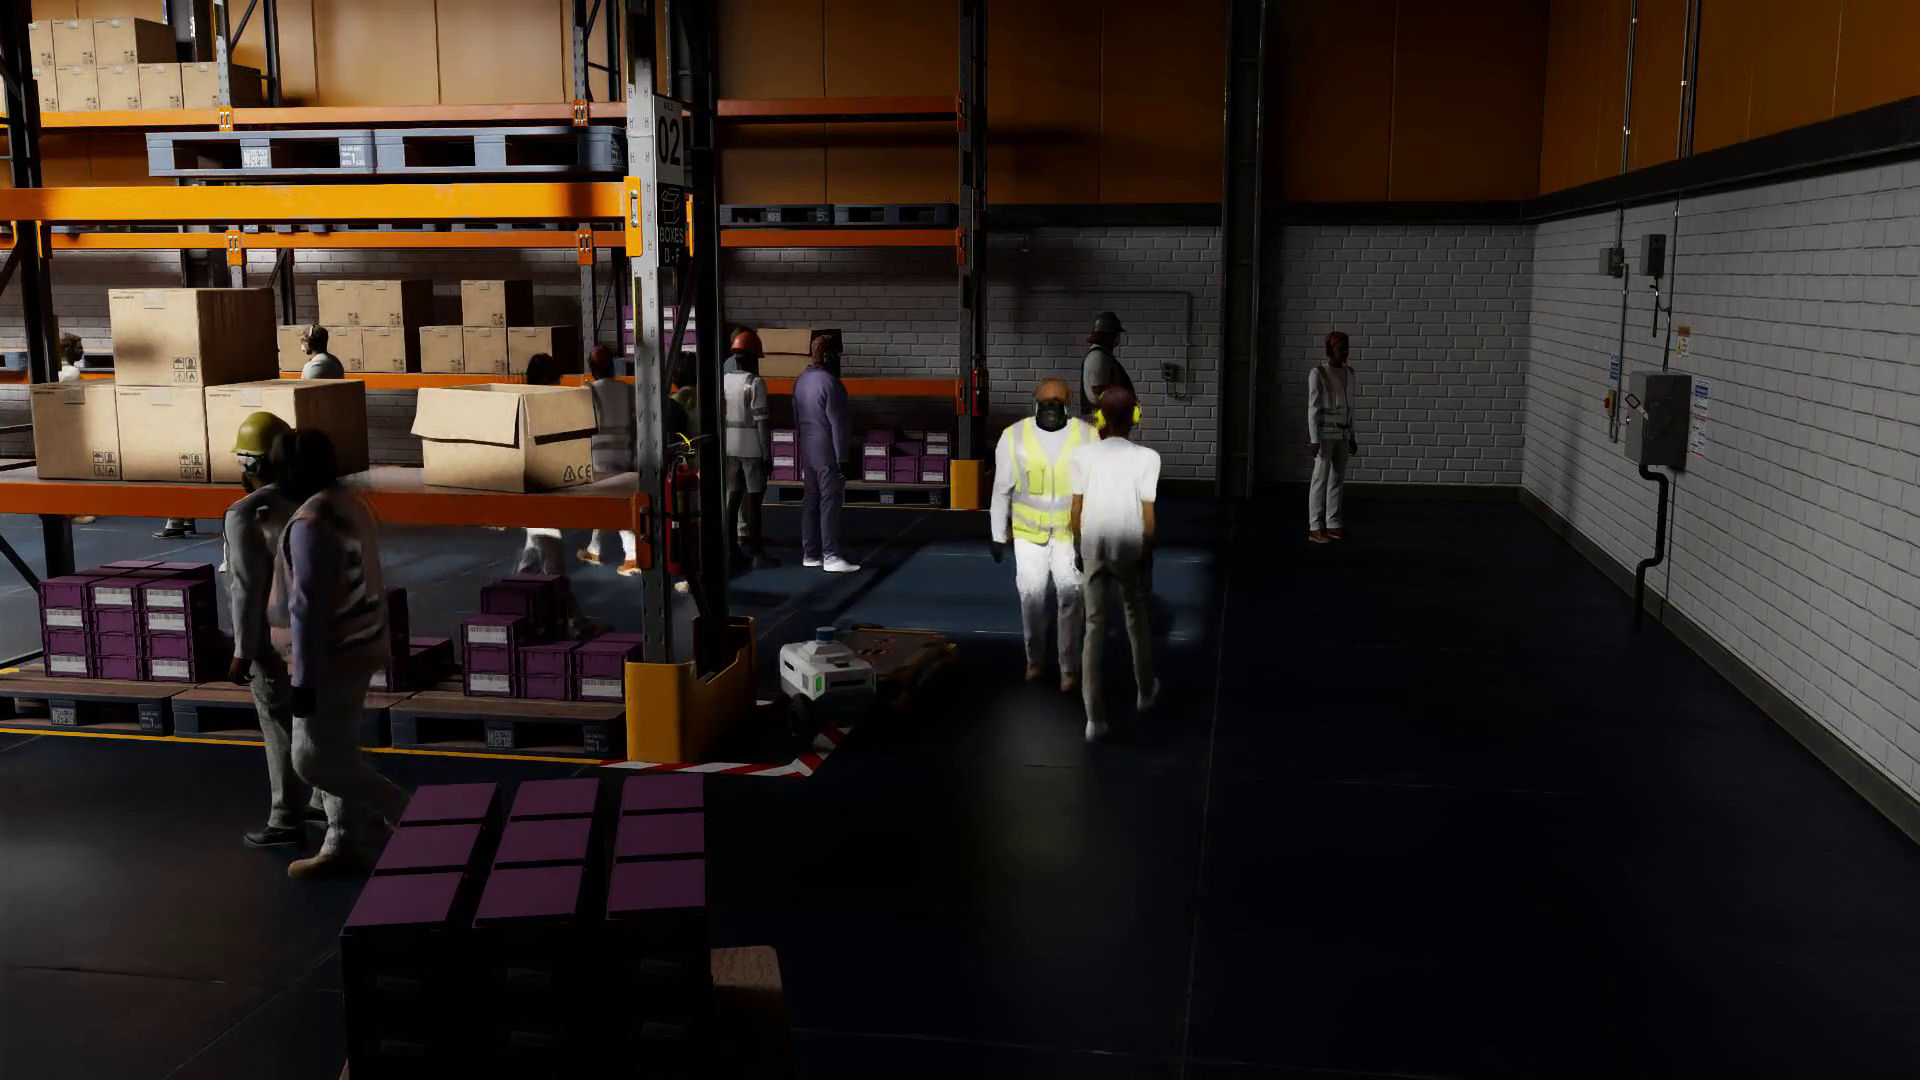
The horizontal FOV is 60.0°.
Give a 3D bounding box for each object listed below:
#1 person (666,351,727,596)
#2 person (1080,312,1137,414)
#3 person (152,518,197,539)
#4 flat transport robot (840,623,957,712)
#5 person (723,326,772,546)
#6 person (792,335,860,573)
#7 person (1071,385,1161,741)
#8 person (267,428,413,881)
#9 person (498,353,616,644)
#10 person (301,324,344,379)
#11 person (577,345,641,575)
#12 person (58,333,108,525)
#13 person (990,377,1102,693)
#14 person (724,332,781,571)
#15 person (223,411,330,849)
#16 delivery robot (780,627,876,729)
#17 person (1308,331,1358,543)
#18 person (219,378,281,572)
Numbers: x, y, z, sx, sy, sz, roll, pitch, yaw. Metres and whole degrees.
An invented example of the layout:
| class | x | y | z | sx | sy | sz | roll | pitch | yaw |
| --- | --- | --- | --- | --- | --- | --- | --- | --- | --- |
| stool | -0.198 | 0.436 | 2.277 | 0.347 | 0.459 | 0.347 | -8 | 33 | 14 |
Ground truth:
| class | x | y | z | sx | sy | sz | roll | pitch | yaw |
| --- | --- | --- | --- | --- | --- | --- | --- | --- | --- |
| person | -1.979 | -0.482 | 12.321 | 0.454 | 1.833 | 0.653 | 6 | 11 | 31 |
| person | 1.416 | -1.153 | 15.837 | 0.537 | 2.000 | 0.682 | 0 | 9 | -1 |
| person | -7.161 | -0.924 | 15.053 | 0.404 | 1.833 | 0.600 | 0 | 9 | -1 |
| flat transport robot | -0.498 | 0.723 | 9.671 | 0.652 | 0.197 | 1.431 | 2 | 9 | 13 |
| person | -1.910 | -0.915 | 14.681 | 0.370 | 1.940 | 0.630 | -4 | 10 | -25 |
| person | -1.069 | -0.692 | 13.391 | 0.409 | 1.907 | 0.651 | -7 | 11 | -37 |
| person | 0.822 | 0.094 | 8.805 | 0.496 | 1.817 | 0.932 | 2 | 9 | 14 |
| person | -2.372 | 0.468 | 6.469 | 0.575 | 1.820 | 0.650 | -1 | 9 | -8 |
| person | -2.566 | -0.234 | 10.590 | 0.992 | 1.889 | 0.660 | 5 | 10 | 26 |
| person | -5.809 | -1.002 | 15.215 | 0.354 | 1.937 | 0.635 | 0 | 9 | 0 |
| person | -2.827 | -0.647 | 13.396 | 1.036 | 1.834 | 0.593 | 9 | 13 | 44 |
| person | -8.471 | -1.063 | 15.931 | 0.524 | 1.845 | 0.392 | 9 | 13 | 43 |
| person | 0.517 | -0.019 | 9.502 | 0.668 | 1.809 | 0.823 | 0 | 9 | 1 |
| person | -1.720 | -0.718 | 13.486 | 0.542 | 1.929 | 0.373 | 7 | 11 | 36 |
| person | -2.847 | 0.379 | 6.973 | 0.404 | 1.834 | 0.592 | 3 | 10 | 18 |
| delivery robot | -0.695 | 0.697 | 8.669 | 0.477 | 0.478 | 0.707 | -4 | 10 | -21 |
| person | 3.334 | -0.916 | 14.857 | 0.584 | 1.882 | 0.349 | -7 | 12 | -37 |
| person | -5.740 | -0.731 | 13.370 | 0.612 | 1.991 | 0.392 | -2 | 9 | -12 |
